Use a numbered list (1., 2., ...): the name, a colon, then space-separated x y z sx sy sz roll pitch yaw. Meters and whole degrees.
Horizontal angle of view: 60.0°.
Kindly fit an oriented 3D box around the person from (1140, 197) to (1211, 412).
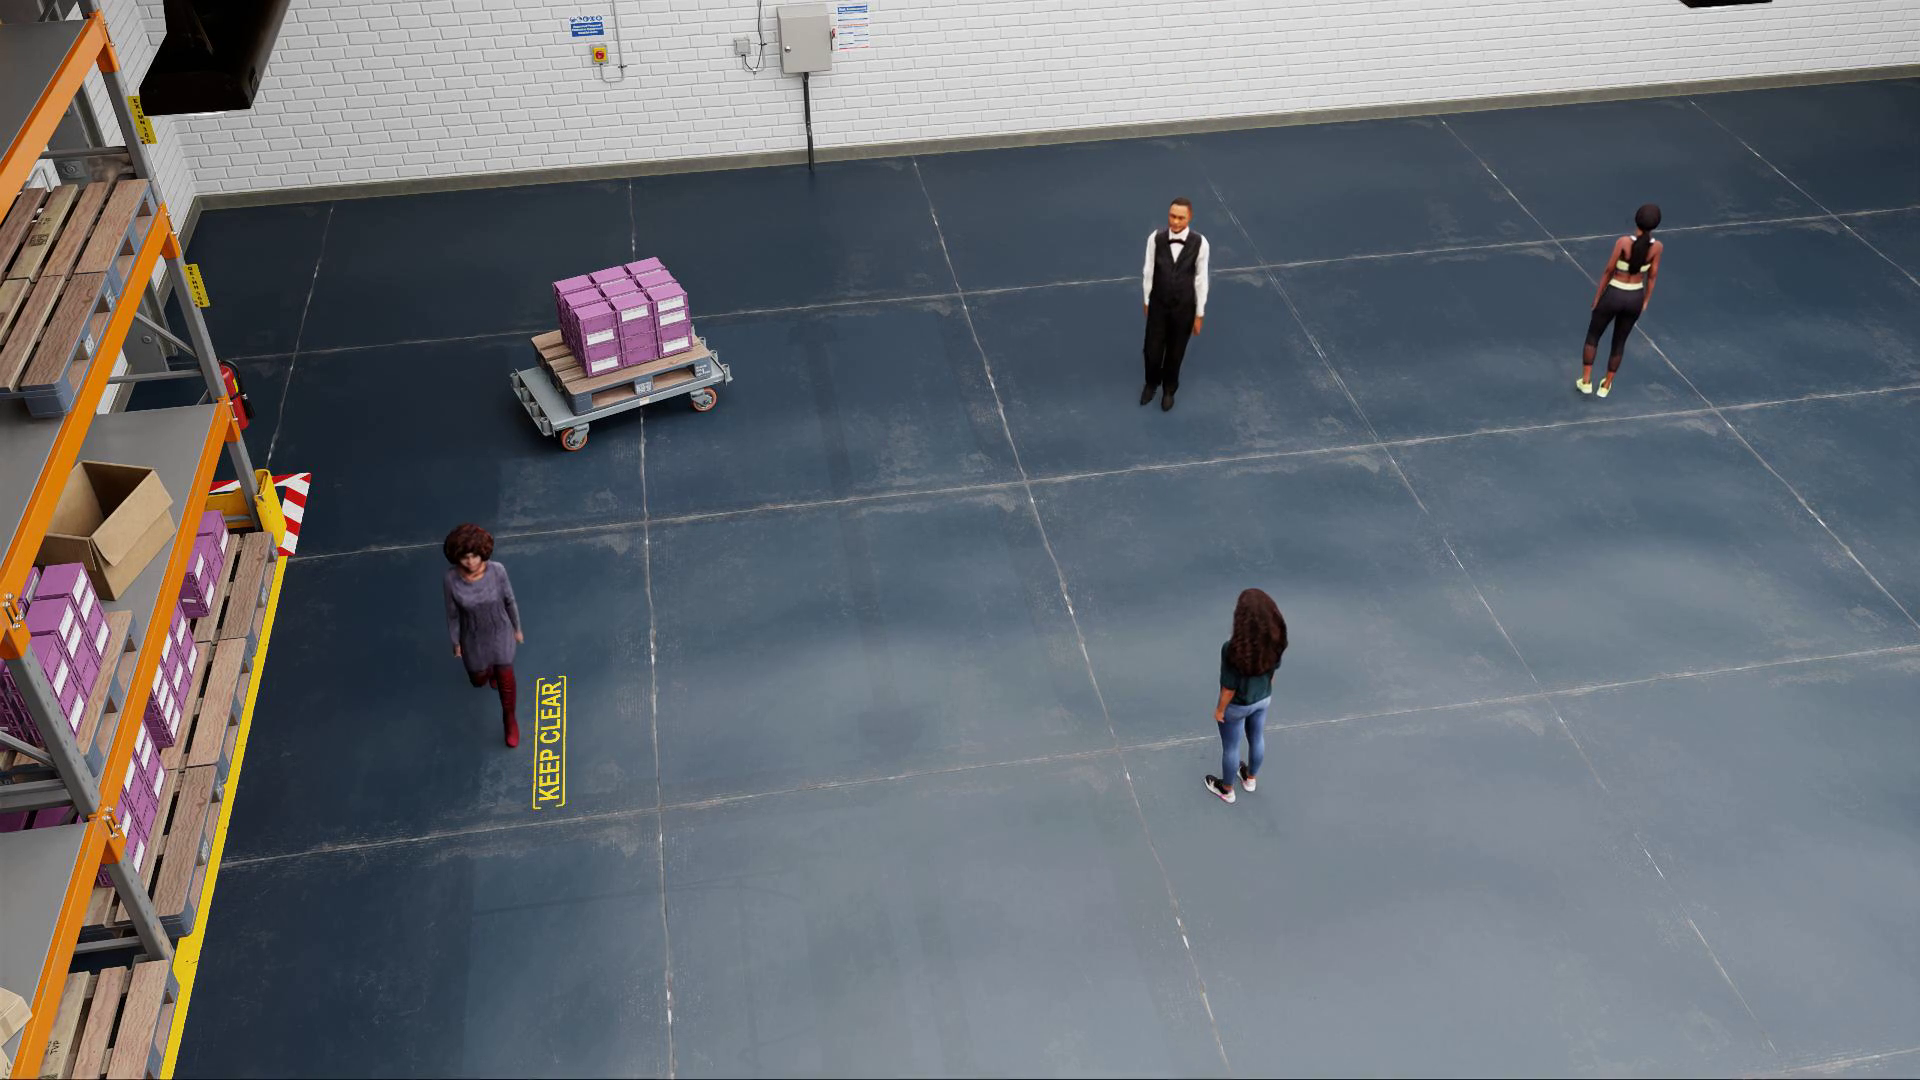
1. person: 1.768 -1.970 13.630 0.808 1.904 0.813 8 39 10

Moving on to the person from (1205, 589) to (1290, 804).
1. person: 1.752 0.962 10.189 0.670 1.616 0.682 -18 42 -21

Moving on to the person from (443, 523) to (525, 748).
1. person: -3.030 0.563 10.627 0.648 1.694 0.857 -11 40 -13

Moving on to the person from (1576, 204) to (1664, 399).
1. person: 5.447 -1.948 13.727 0.668 1.750 0.665 7 39 9
